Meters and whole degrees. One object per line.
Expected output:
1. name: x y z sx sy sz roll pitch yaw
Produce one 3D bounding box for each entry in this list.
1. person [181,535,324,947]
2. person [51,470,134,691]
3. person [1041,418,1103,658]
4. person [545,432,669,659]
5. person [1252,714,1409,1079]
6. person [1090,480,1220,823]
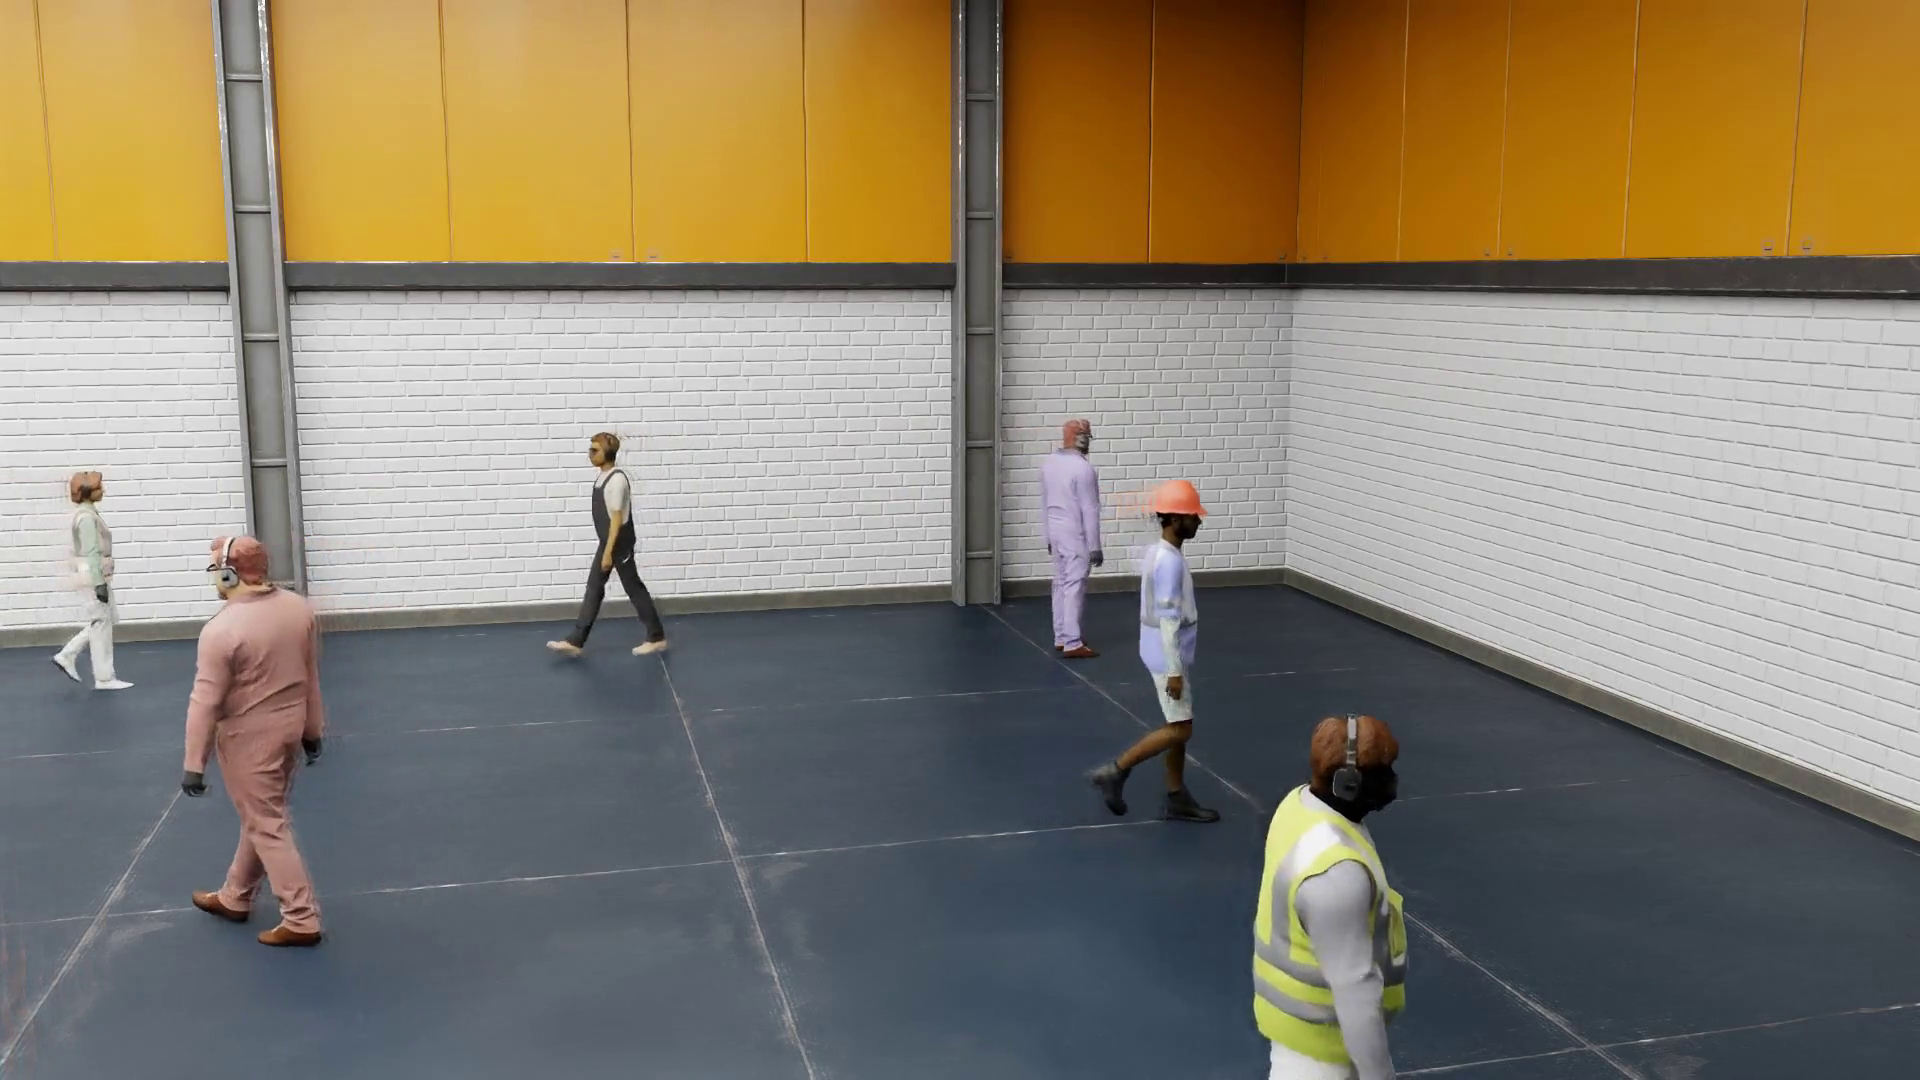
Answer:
1. person: -3.254 0.904 7.507 0.818 1.868 0.672 2 9 14
2. person: -6.311 0.305 12.030 0.438 1.628 0.519 -4 10 -26
3. person: 0.913 -0.018 13.195 0.405 1.906 0.651 -5 10 -28
4. person: -2.761 0.053 13.070 0.974 1.799 0.525 -5 10 -27
5. person: 1.177 1.383 4.729 0.866 1.806 0.651 1 9 8
6. person: 1.097 0.626 9.097 0.630 1.926 0.558 1 9 5
